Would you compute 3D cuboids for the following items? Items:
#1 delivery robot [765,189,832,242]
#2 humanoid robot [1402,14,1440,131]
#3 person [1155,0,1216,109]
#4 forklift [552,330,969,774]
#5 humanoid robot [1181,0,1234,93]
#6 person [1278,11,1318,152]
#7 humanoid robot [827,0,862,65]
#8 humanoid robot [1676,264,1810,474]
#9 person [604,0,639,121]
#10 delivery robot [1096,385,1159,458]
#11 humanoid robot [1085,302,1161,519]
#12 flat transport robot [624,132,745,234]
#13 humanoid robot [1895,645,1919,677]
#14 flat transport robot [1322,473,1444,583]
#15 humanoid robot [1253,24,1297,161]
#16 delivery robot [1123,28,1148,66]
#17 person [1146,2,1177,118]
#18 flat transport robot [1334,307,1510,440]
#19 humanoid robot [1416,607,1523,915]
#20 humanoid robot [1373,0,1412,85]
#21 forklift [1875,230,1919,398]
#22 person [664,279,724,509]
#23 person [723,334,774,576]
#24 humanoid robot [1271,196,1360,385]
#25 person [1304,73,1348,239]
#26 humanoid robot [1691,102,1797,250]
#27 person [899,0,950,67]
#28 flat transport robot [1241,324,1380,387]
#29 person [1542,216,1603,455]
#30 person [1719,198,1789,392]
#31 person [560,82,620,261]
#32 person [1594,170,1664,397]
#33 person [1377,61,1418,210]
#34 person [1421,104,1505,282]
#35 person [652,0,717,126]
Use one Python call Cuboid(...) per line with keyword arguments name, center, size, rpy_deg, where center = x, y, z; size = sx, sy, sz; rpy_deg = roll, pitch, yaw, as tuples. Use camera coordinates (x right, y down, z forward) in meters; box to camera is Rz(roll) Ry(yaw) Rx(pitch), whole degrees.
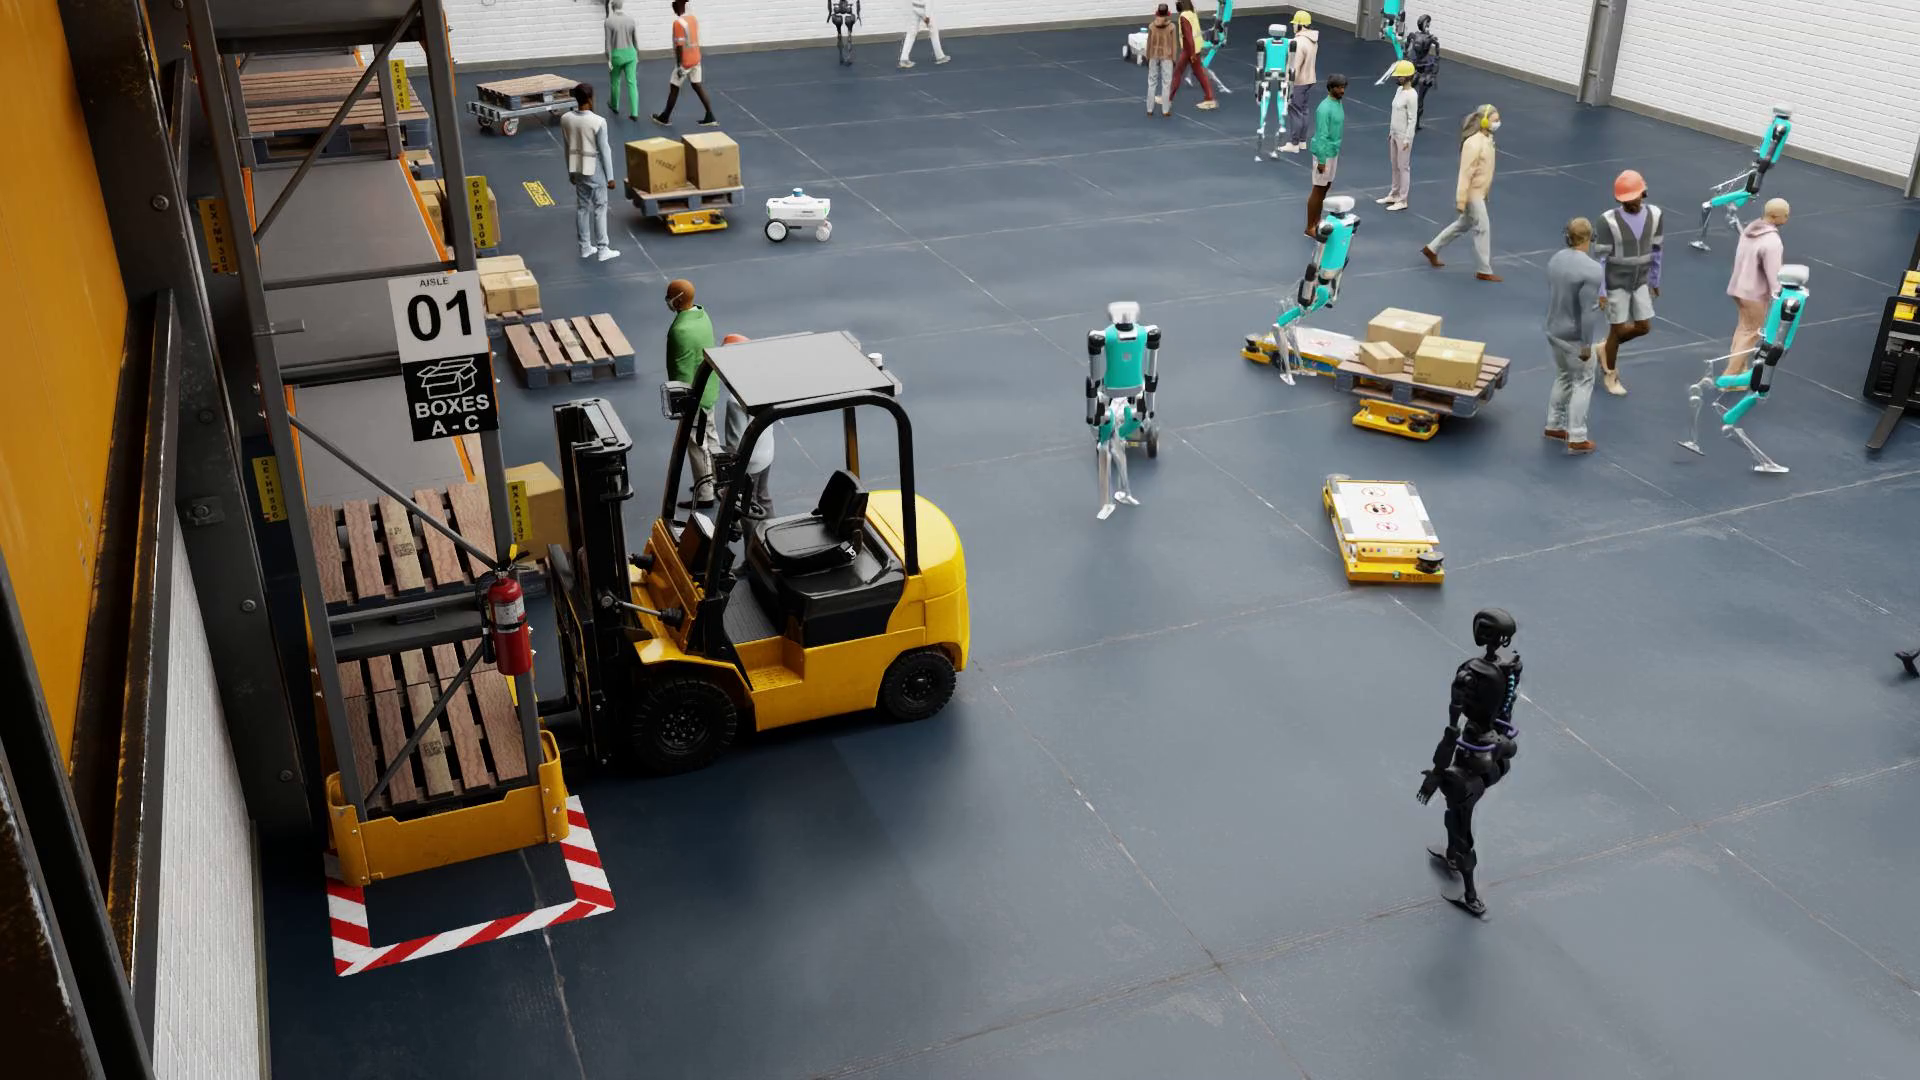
Cuboid(name="delivery robot", center=(-1.867, -3.720, 19.085), size=(0.813, 0.609, 0.499), rpy_deg=(1, 27, 1))
Cuboid(name="humanoid robot", center=(6.521, -6.621, 23.602), size=(0.616, 1.642, 0.443), rpy_deg=(23, 34, 37))
Cuboid(name="person", center=(3.455, -7.360, 25.039), size=(0.964, 1.702, 0.500), rpy_deg=(12, 29, 22))
Cuboid(name="forklift", center=(-1.094, 0.010, 9.831), size=(2.313, 2.155, 1.214), rpy_deg=(-10, 28, -20))
Cuboid(name="humanoid robot", center=(3.861, -7.939, 26.225), size=(1.050, 1.781, 0.530), rpy_deg=(12, 29, 22))
Cuboid(name="person", center=(4.625, -6.219, 22.594), size=(0.431, 1.859, 0.788), rpy_deg=(13, 30, 25))
Cuboid(name="humanoid robot", center=(-1.962, -8.920, 28.165), size=(0.612, 1.648, 0.510), rpy_deg=(4, 27, 8))
Cuboid(name="humanoid robot", center=(6.091, -1.334, 13.065), size=(1.039, 1.771, 0.548), rpy_deg=(12, 29, 22))
Cuboid(name="person", center=(-4.985, -7.131, 24.473), size=(0.556, 1.792, 0.941), rpy_deg=(-13, 30, -25))
Cuboid(name="delivery robot", center=(1.373, -1.007, 13.694), size=(0.499, 0.614, 0.815), rpy_deg=(1, 27, 3))
Cuboid(name="humanoid robot", center=(1.142, -0.997, 12.344), size=(0.584, 1.777, 0.843), rpy_deg=(-4, 27, -9))
Cuboid(name="flat transport robot", center=(-3.286, -3.940, 19.825), size=(0.659, 0.231, 1.431), rpy_deg=(-11, 29, -21))
Cuboid(name="humanoid robot", center=(6.279, 0.172, 10.133), size=(0.738, 1.654, 0.599), rpy_deg=(1, 27, 2))
Cuboid(name="flat transport robot", center=(3.080, -0.096, 12.178), size=(0.659, 0.231, 1.431), rpy_deg=(2, 27, 3))
Cuboid(name="humanoid robot", center=(4.146, -5.872, 21.999), size=(0.543, 1.765, 0.676), rpy_deg=(5, 27, 9))
Cuboid(name="delivery robot", center=(3.126, -8.456, 28.490), size=(0.499, 0.595, 0.792), rpy_deg=(-5, 27, -10))
Cuboid(name="person", center=(2.956, -7.067, 24.513), size=(0.462, 1.648, 0.327), rpy_deg=(8, 28, 16))
Cuboid(name="flat transport robot", center=(3.990, -1.233, 14.440), size=(0.659, 0.231, 1.431), rpy_deg=(16, 31, 29))
Cuboid(name="humanoid robot", center=(2.516, 1.072, 8.299), size=(0.608, 1.644, 0.602), rpy_deg=(-20, 33, -35))
Cuboid(name="humanoid robot", center=(7.135, -8.220, 26.788), size=(1.065, 1.789, 0.532), rpy_deg=(-13, 30, -24))
Cuboid(name="forklift", center=(9.029, -2.397, 14.618), size=(1.214, 2.155, 2.313), rpy_deg=(18, 32, 32))
Cuboid(name="person", center=(-1.997, -1.098, 12.500), size=(0.388, 1.776, 0.545), rpy_deg=(4, 27, 8))
Cuboid(name="person", center=(-1.477, -0.587, 11.519), size=(0.351, 1.739, 0.572), rpy_deg=(8, 28, 15))
Cuboid(name="humanoid robot", center=(3.066, -2.229, 14.780), size=(0.534, 1.761, 0.786), rpy_deg=(-23, 35, -38))
Cuboid(name="person", center=(4.157, -4.377, 18.938), size=(0.376, 1.846, 0.507), rpy_deg=(15, 30, 27))
Cuboid(name="humanoid robot", center=(8.511, -3.969, 18.296), size=(0.973, 1.748, 0.574), rpy_deg=(14, 30, 25))
Cuboid(name="person", center=(-0.629, -8.908, 27.978), size=(1.006, 1.834, 0.570), rpy_deg=(-22, 34, -36))
Cuboid(name="flat transport robot", center=(3.392, -1.708, 15.385), size=(1.431, 0.231, 0.659), rpy_deg=(20, 33, 34))
Cuboid(name="person", center=(4.971, -1.650, 13.470), size=(0.457, 1.889, 0.705), rpy_deg=(-5, 27, -9))
Cuboid(name="person", center=(7.005, -2.141, 14.611), size=(0.539, 1.765, 0.574), rpy_deg=(0, 27, 0))
Cuboid(name="person", center=(-4.050, -4.000, 18.122), size=(0.591, 1.911, 0.398), rpy_deg=(13, 29, 24))
Cuboid(name="person", center=(5.814, -2.266, 14.581), size=(0.674, 1.996, 0.589), rpy_deg=(-5, 27, -11))
Cuboid(name="person", center=(5.280, -4.858, 19.986), size=(0.326, 1.765, 0.530), rpy_deg=(-3, 27, -6))
Cuboid(name="person", center=(5.425, -3.702, 17.616), size=(0.953, 1.839, 0.566), rpy_deg=(16, 31, 29))
Cuboid(name="person", center=(-3.999, -6.925, 23.937), size=(0.943, 1.915, 0.618), rpy_deg=(10, 28, 19))
